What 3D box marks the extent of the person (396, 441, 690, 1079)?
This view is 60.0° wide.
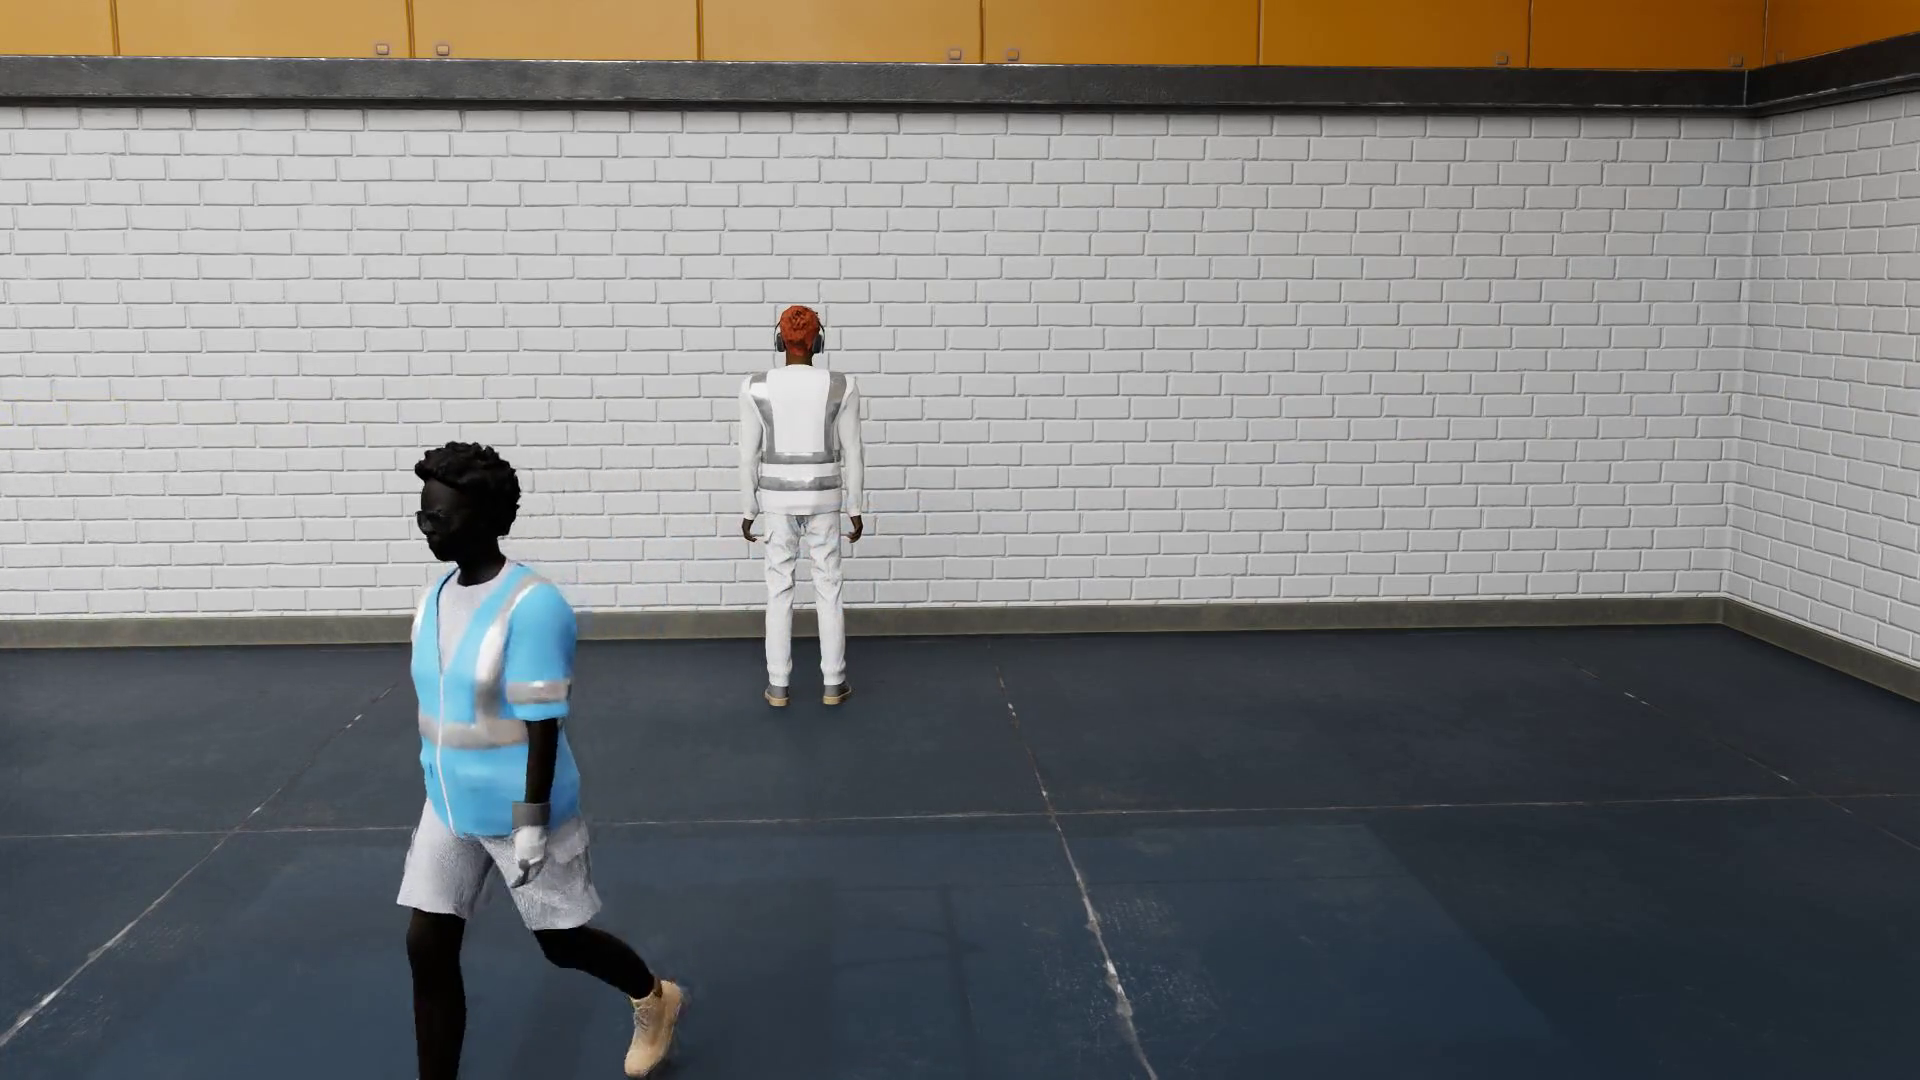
[{"bbox_3d":[-1.018,0.584,3.877,0.524,1.661,0.811,6,11,34],"label":"person"}]

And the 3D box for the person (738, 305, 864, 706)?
[{"bbox_3d":[-0.741,-0.154,7.816,0.584,1.882,0.345,-1,9,-4],"label":"person"}]
